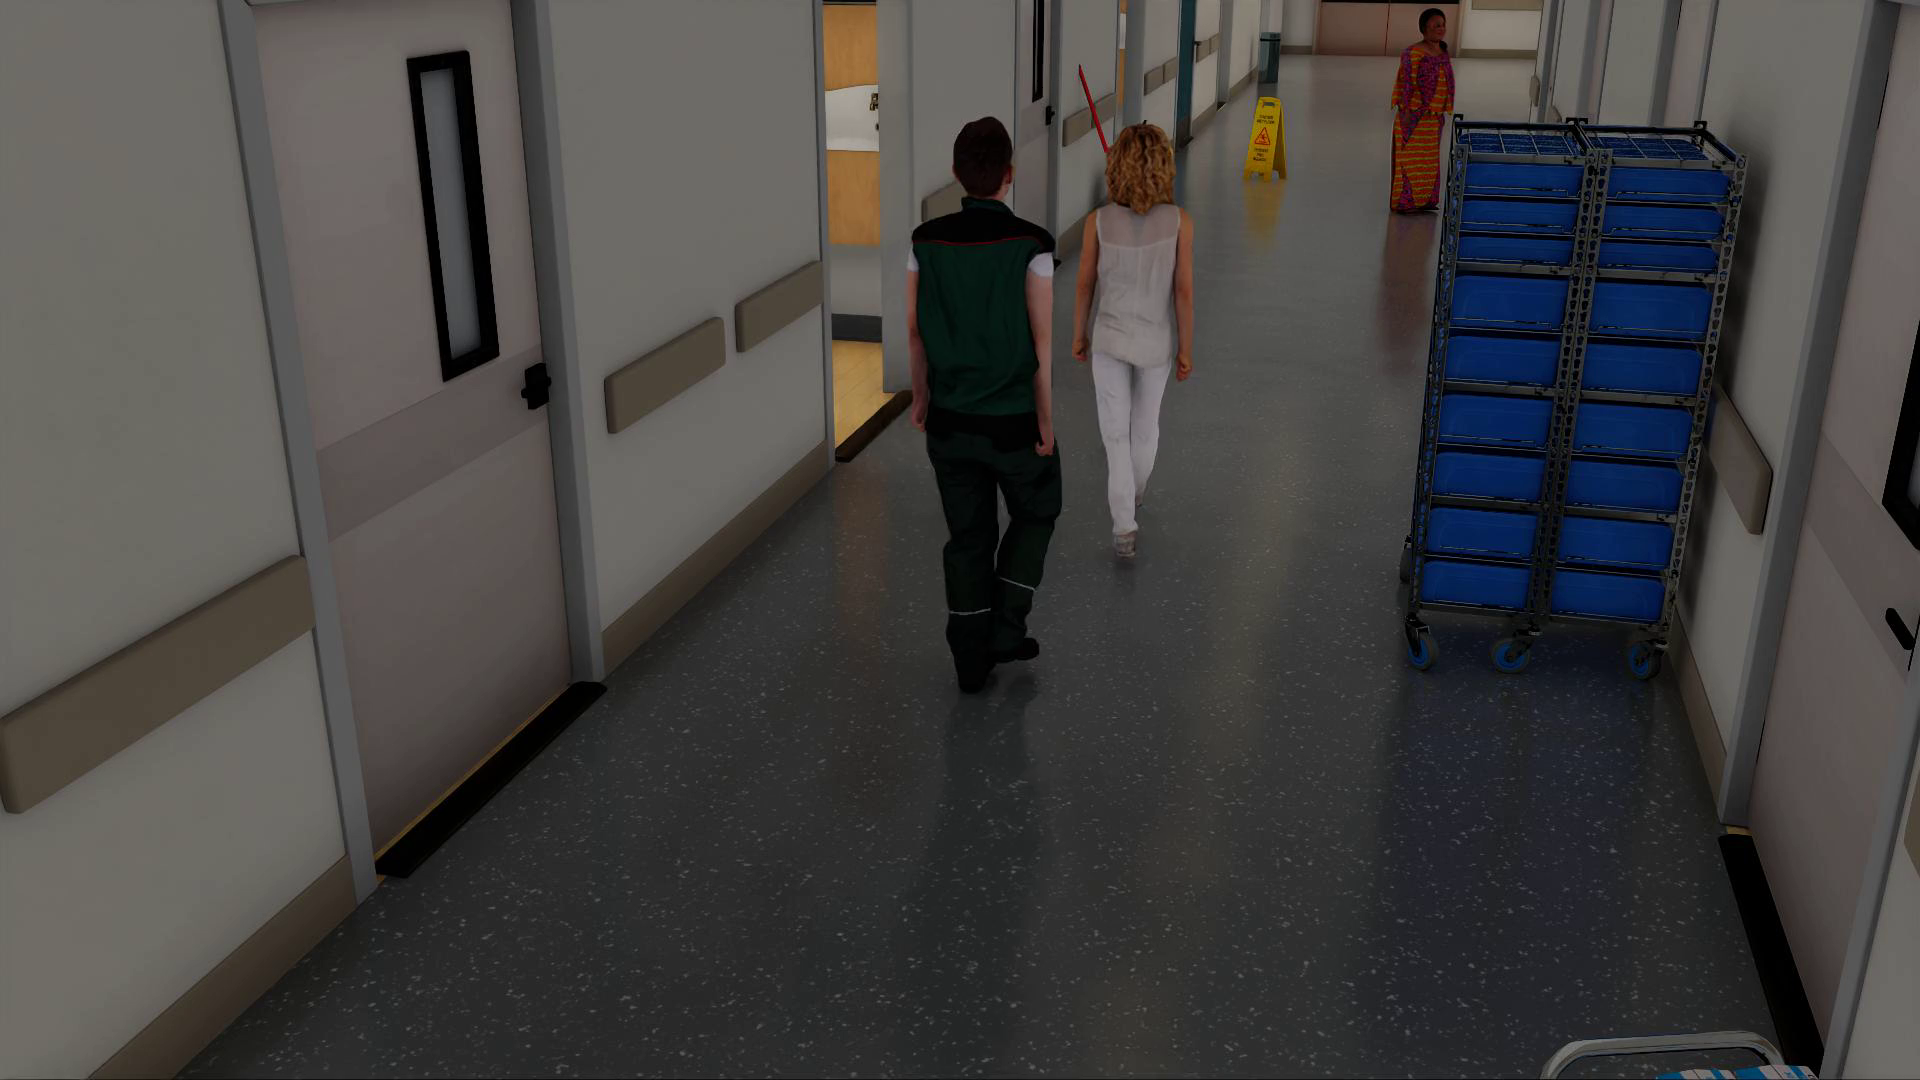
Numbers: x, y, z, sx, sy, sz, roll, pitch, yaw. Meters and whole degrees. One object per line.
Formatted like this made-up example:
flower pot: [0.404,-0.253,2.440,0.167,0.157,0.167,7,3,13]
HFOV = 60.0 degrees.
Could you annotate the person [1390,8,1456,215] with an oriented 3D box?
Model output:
person: [3.902,-3.605,13.938,0.769,1.683,0.839,-15,25,-34]

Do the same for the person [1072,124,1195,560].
person: [0.658,-0.722,6.427,0.767,1.625,1.097,1,21,3]

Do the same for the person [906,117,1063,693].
person: [0.060,-0.367,5.203,0.686,1.829,0.674,8,22,19]
